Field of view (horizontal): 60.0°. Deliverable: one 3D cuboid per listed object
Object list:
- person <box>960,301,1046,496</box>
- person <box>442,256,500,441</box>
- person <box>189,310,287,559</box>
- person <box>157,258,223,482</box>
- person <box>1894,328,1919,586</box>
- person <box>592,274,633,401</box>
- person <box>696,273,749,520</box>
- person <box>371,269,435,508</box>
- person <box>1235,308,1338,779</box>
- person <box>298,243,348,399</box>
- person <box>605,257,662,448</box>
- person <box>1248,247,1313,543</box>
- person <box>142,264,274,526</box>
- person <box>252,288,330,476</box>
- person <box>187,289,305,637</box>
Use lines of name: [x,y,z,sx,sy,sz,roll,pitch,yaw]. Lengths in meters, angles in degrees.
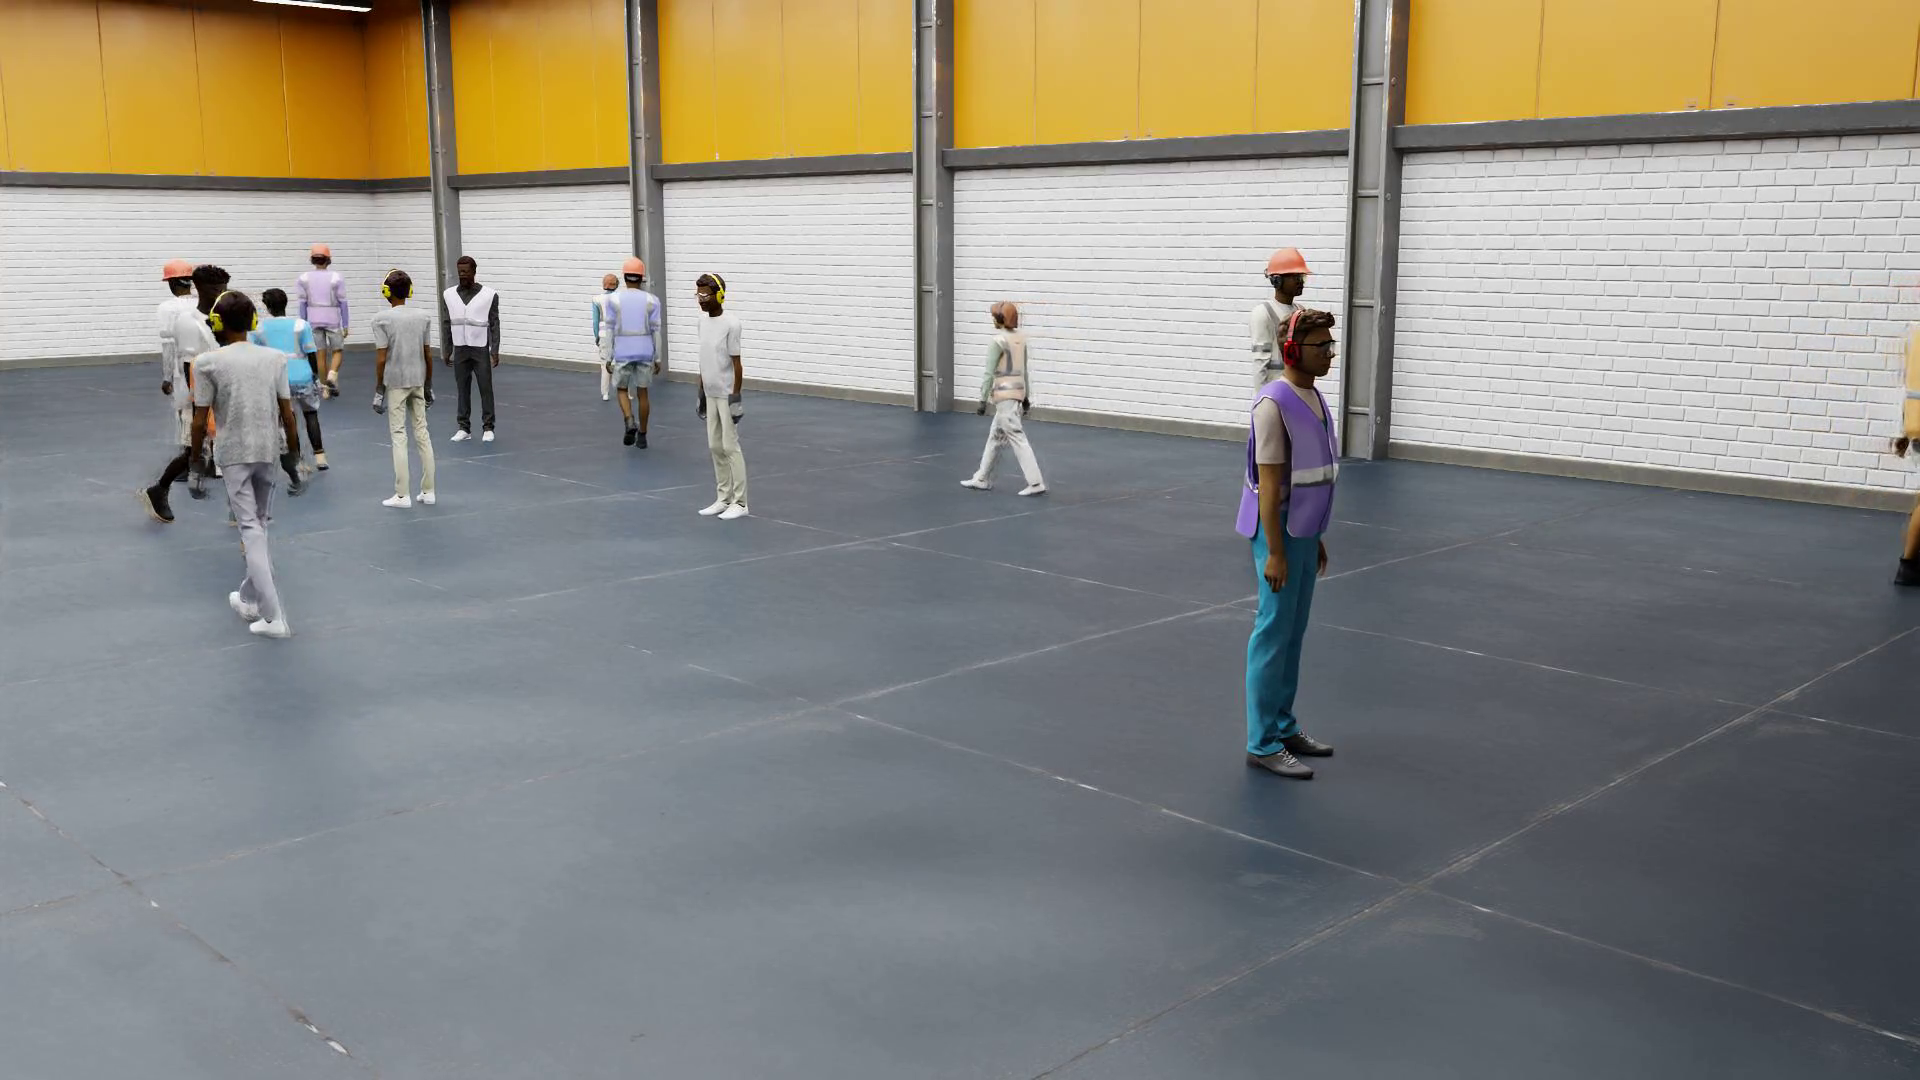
person: [0.377,-1.161,13.691,0.857,1.592,0.532,6,12,29]
person: [-5.070,-1.981,17.278,0.596,1.918,0.386,0,10,3]
person: [-4.804,-0.714,11.040,0.556,1.657,0.730,-7,13,-35]
person: [-6.697,-1.469,14.441,0.359,1.936,0.544,5,12,27]
person: [5.992,-0.659,10.069,0.585,1.913,0.564,-1,10,-3]
person: [-4.470,-2.604,21.443,0.510,1.639,0.308,0,10,1]
person: [-1.810,-1.072,12.531,0.364,1.849,0.490,-9,14,-41]
person: [-4.384,-1.186,13.084,0.323,1.870,0.539,9,14,40]
person: [1.314,0.003,6.657,0.390,1.847,0.562,6,12,28]
person: [-8.243,-2.820,21.550,0.609,2.031,0.577,-1,10,-7]
person: [-3.249,-1.855,16.589,0.563,1.918,0.466,-3,11,-15]
person: [2.225,-0.979,11.466,0.369,2.048,0.607,9,13,39]
person: [-5.554,-1.045,12.151,0.890,1.933,0.616,2,11,11]
person: [-5.976,-1.405,14.799,0.563,1.670,0.467,-2,11,-11]
person: [-3.906,-0.417,8.959,0.859,1.838,0.554,9,13,39]
